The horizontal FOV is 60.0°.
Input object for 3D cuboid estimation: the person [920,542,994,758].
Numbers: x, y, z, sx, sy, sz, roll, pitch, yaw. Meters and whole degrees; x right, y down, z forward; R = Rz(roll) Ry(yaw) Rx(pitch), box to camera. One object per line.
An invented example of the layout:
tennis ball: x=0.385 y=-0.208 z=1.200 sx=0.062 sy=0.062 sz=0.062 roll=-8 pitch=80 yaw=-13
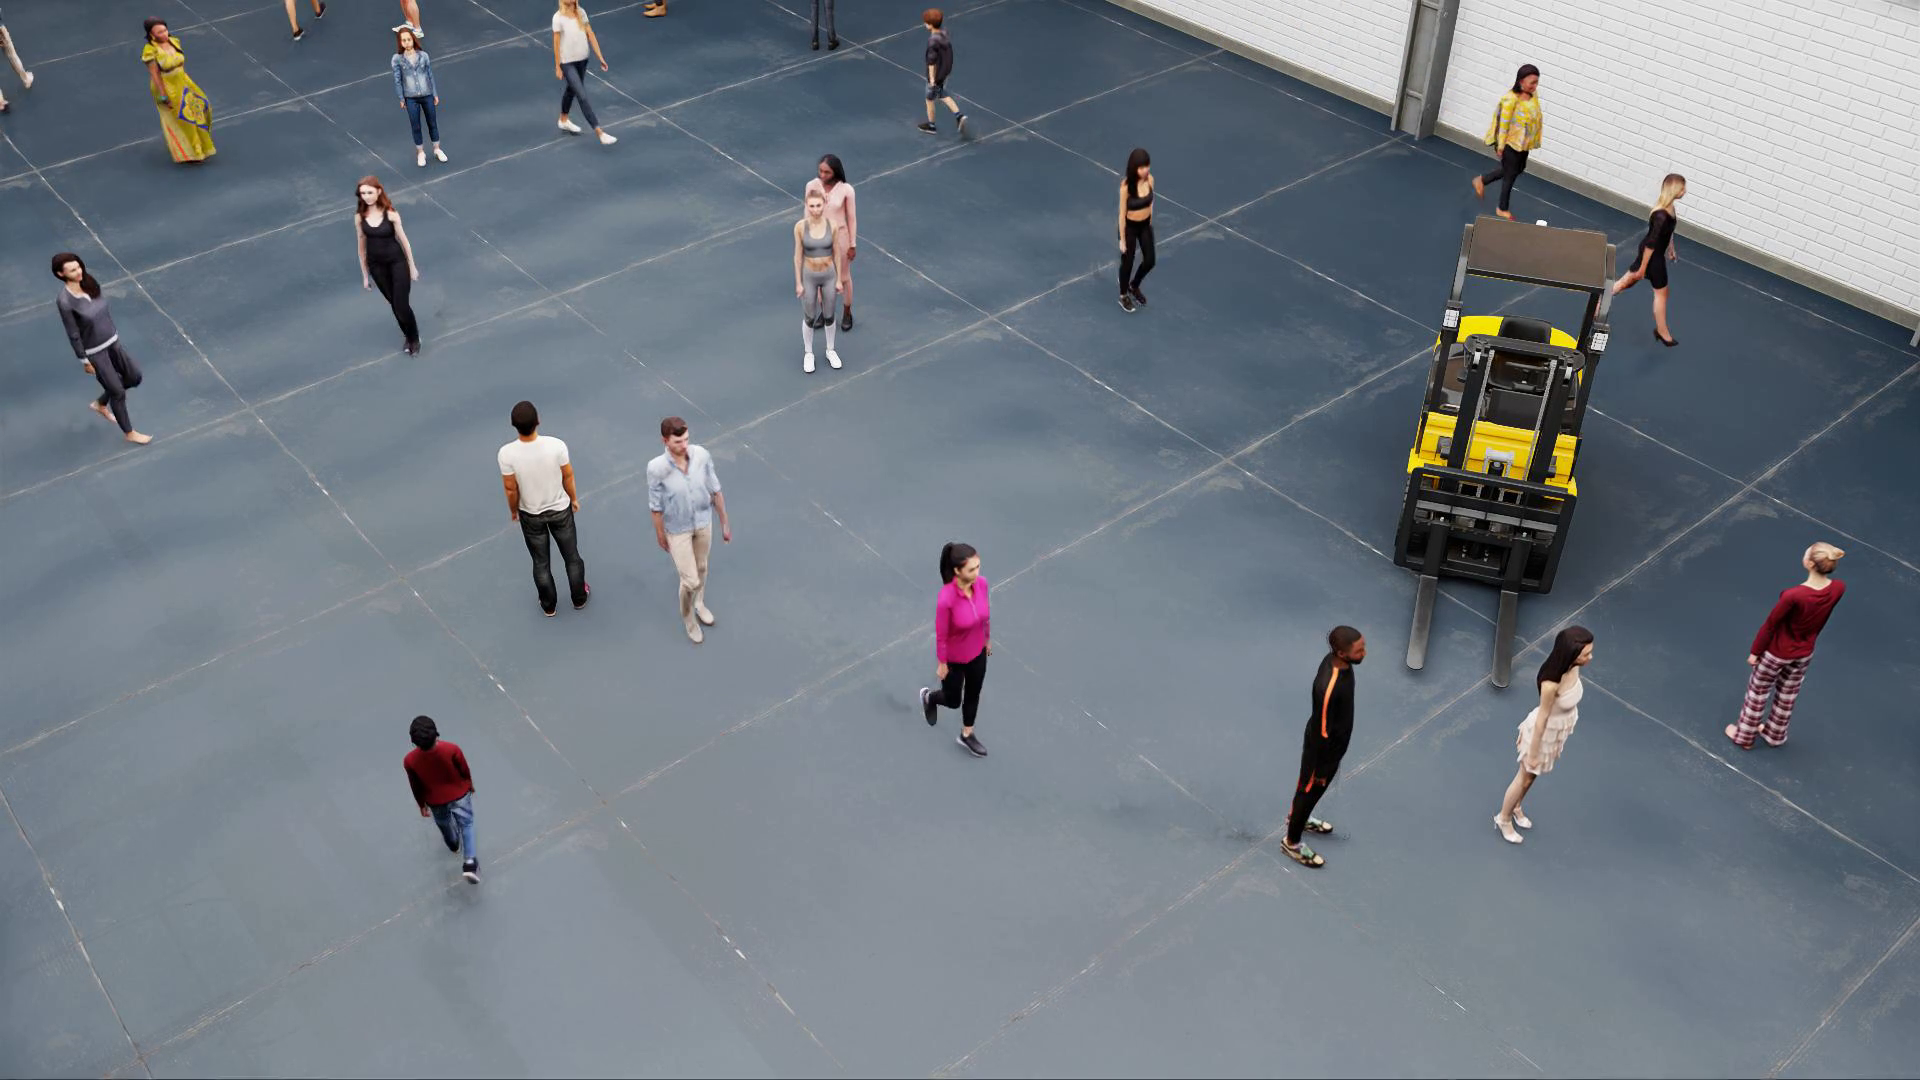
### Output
person: x=-0.041 y=0.685 z=10.841 sx=0.596 sy=1.692 sz=0.791 roll=-28 pitch=47 yaw=-31

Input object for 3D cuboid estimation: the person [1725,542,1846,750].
person: x=5.393 y=0.693 z=10.817 sx=0.686 sy=1.701 sz=0.664 roll=-8 pitch=39 yaw=-10

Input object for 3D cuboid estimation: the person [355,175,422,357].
person: x=-5.039 y=-2.473 z=14.755 sx=0.765 sy=1.733 sz=0.825 roll=0 pitch=39 yaw=0

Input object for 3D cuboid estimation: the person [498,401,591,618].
person: x=-2.972 y=-0.225 z=11.891 sx=0.710 sy=1.804 sz=0.677 roll=-11 pitch=40 yaw=-13

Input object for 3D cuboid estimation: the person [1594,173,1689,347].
person: x=6.095 y=-2.521 z=14.898 sx=1.106 sy=1.630 sz=0.896 roll=13 pitch=40 yaw=16

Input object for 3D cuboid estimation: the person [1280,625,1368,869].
person: x=2.205 y=1.211 z=10.082 sx=0.701 sy=1.808 sz=0.709 roll=14 pitch=41 yaw=17

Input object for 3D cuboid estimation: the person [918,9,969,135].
person: x=-0.187 y=-5.134 z=18.327 sx=0.898 sy=1.434 sz=0.678 roll=22 pitch=44 yaw=25

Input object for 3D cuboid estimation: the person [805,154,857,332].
person: x=-1.158 y=-2.704 z=15.053 sx=0.675 sy=1.722 sz=0.755 roll=6 pitch=39 yaw=8

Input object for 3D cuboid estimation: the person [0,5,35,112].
person: x=-11.039 y=-5.701 z=18.872 sx=0.982 sy=1.650 sz=1.205 roll=-6 pitch=39 yaw=-8

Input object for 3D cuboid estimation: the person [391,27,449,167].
person: x=-5.811 y=-4.768 z=17.833 sx=0.602 sy=1.477 sz=0.568 roll=-18 pitch=42 yaw=-21

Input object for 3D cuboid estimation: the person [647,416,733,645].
person: x=-1.963 y=-0.148 z=11.767 sx=0.658 sy=1.829 sz=0.675 roll=-26 pitch=46 yaw=-29

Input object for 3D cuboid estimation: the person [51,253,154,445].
person: x=-7.114 y=-1.577 z=13.615 sx=0.927 sy=1.755 sz=0.859 roll=6 pitch=39 yaw=7

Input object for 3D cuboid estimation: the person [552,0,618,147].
person: x=-4.267 y=-5.186 z=18.137 sx=1.235 sy=1.752 sz=0.834 roll=23 pitch=44 yaw=26

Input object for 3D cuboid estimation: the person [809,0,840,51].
person: x=-1.701 y=-6.843 z=20.188 sx=0.698 sy=1.782 sz=0.766 roll=4 pitch=39 yaw=5

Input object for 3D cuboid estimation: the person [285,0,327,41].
person: x=-8.316 y=-7.122 z=20.532 sx=1.107 sy=1.788 sz=1.224 roll=0 pitch=39 yaw=0

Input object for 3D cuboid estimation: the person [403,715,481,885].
person: x=-3.114 y=1.569 z=10.090 sx=0.717 sy=1.238 sz=0.881 roll=-9 pitch=39 yaw=-11

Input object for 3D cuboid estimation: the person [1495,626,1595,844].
person: x=3.555 y=1.189 z=10.169 sx=0.551 sy=1.734 sz=0.577 roll=30 pitch=48 yaw=32

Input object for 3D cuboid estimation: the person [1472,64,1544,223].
person: x=5.530 y=-4.034 z=16.786 sx=0.719 sy=1.638 sz=0.859 roll=-30 pitch=47 yaw=-32

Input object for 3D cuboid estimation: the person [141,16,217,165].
person: x=-8.458 y=-4.801 z=17.749 sx=0.971 sy=1.645 sz=0.942 roll=11 pitch=40 yaw=14

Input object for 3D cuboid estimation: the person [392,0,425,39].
person: x=-6.932 y=-7.120 z=20.475 sx=0.778 sy=1.855 sz=0.554 roll=-20 pitch=43 yaw=-24

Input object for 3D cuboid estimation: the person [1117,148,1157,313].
person: x=1.565 y=-2.891 z=15.361 sx=0.605 sy=1.629 sz=0.608 roll=-20 pitch=43 yaw=-23

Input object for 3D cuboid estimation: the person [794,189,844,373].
person: x=-1.238 y=-2.277 z=14.534 sx=0.654 sy=1.702 sz=0.674 roll=-9 pitch=39 yaw=-11

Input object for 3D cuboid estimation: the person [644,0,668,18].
person: x=-3.934 y=-7.535 z=21.111 sx=0.759 sy=1.711 sz=0.670 roll=-2 pitch=39 yaw=-2
